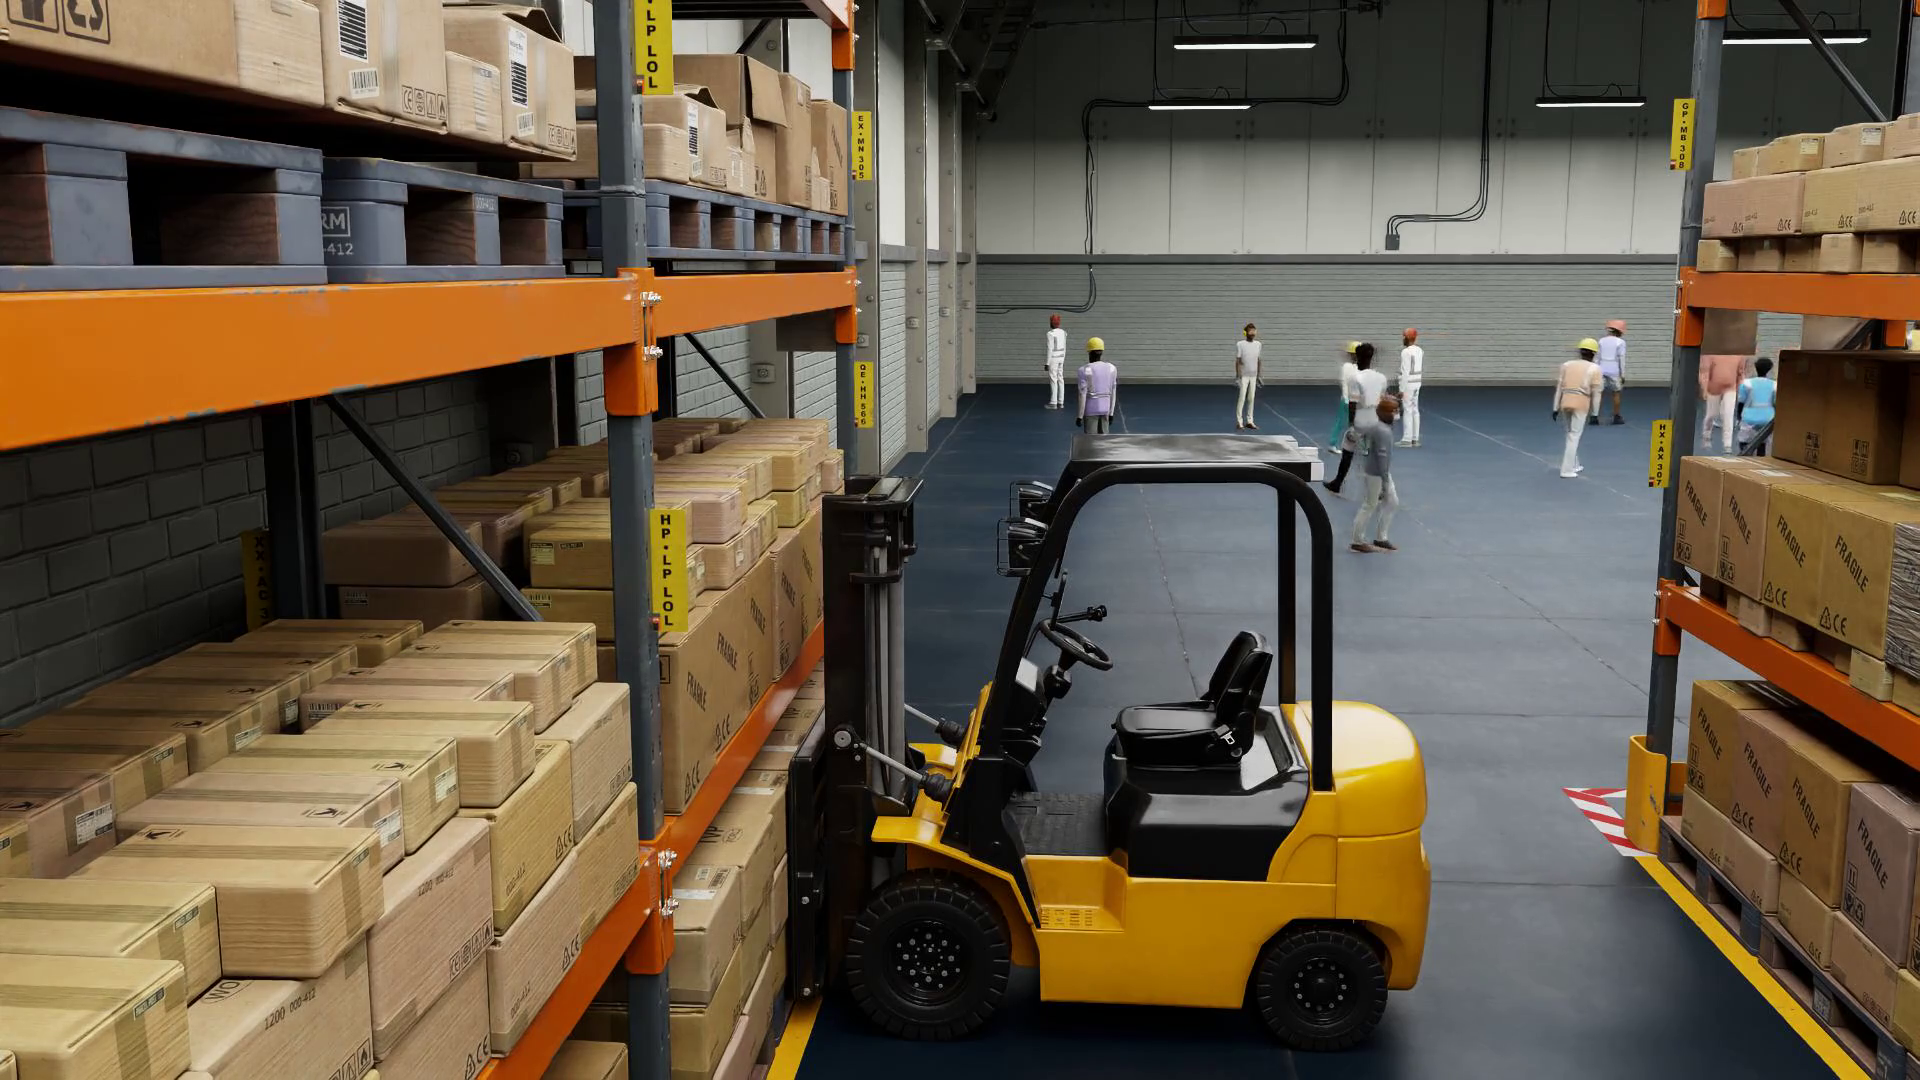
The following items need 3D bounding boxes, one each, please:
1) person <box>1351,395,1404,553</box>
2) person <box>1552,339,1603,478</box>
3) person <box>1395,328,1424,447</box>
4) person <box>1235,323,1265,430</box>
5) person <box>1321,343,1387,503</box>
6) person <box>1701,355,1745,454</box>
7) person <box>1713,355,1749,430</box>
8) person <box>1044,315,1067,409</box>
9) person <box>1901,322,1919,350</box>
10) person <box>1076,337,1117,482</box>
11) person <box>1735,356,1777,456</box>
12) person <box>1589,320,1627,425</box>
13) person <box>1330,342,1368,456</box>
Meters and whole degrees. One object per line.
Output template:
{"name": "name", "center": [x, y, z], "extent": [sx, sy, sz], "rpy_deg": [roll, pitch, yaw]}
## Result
{"name": "person", "center": [4.149, -0.640, 16.458], "extent": [0.552, 1.590, 0.509], "rpy_deg": [4, 10, 23]}
{"name": "person", "center": [8.445, -1.793, 22.630], "extent": [0.850, 1.867, 0.608], "rpy_deg": [-7, 12, -38]}
{"name": "person", "center": [7.102, -2.404, 26.281], "extent": [0.337, 1.882, 0.584], "rpy_deg": [8, 12, 41]}
{"name": "person", "center": [5.066, -2.846, 29.070], "extent": [0.541, 1.857, 0.437], "rpy_deg": [-4, 10, -21]}
{"name": "person", "center": [4.873, -1.436, 20.305], "extent": [0.637, 1.912, 0.990], "rpy_deg": [-5, 10, -26]}
{"name": "person", "center": [11.747, -2.337, 25.673], "extent": [0.612, 1.958, 0.962], "rpy_deg": [2, 10, 15]}
{"name": "person", "center": [13.499, -2.778, 29.067], "extent": [0.544, 1.715, 0.919], "rpy_deg": [-1, 9, -5]}
{"name": "person", "center": [1.904, -3.570, 33.355], "extent": [0.355, 1.882, 0.576], "rpy_deg": [7, 12, 38]}
{"name": "person", "center": [19.469, -3.619, 33.818], "extent": [0.632, 1.827, 0.449], "rpy_deg": [4, 10, 24]}
{"name": "person", "center": [1.778, -1.690, 21.825], "extent": [0.587, 1.927, 0.363], "rpy_deg": [-5, 11, -30]}
{"name": "person", "center": [10.451, -1.558, 21.762], "extent": [0.544, 1.679, 0.431], "rpy_deg": [2, 10, 12]}
{"name": "person", "center": [11.713, -2.995, 29.879], "extent": [0.689, 1.889, 0.561], "rpy_deg": [-8, 12, -40]}
{"name": "person", "center": [5.943, -2.125, 25.116], "extent": [0.541, 1.716, 0.925], "rpy_deg": [-5, 11, -29]}
